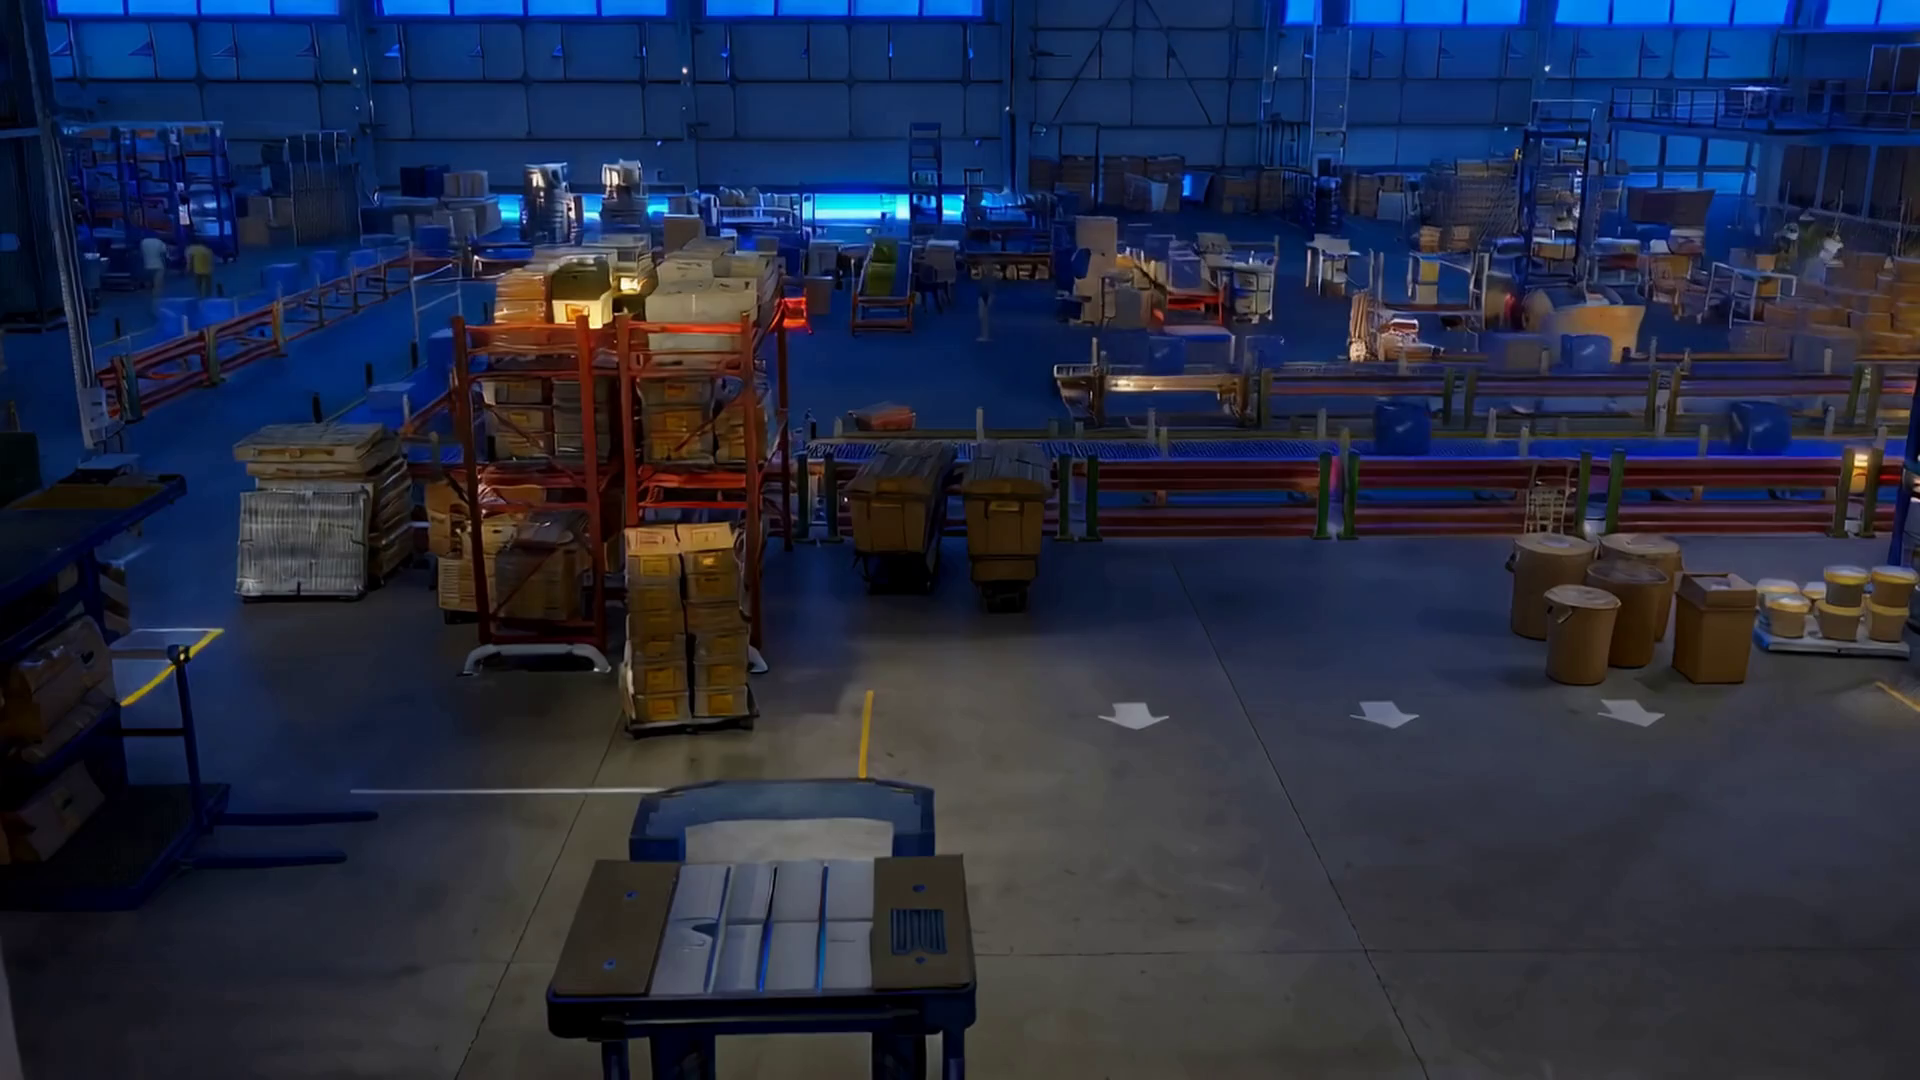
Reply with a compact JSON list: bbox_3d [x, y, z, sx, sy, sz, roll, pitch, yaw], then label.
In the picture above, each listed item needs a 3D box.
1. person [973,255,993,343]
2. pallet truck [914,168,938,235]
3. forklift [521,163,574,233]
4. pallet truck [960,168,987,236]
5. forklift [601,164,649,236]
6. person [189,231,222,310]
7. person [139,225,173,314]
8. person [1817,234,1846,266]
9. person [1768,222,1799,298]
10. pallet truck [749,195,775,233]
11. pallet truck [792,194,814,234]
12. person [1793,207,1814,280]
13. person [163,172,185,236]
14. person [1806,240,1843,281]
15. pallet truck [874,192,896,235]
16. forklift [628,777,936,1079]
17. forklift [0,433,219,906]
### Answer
[{"bbox_3d":[0.440,-4.457,30.813,0.324,1.626,0.505,-4,16,-13],"label":"person"},{"bbox_3d":[-0.989,-10.316,50.507,0.823,1.965,1.885,1,16,3],"label":"pallet truck"},{"bbox_3d":[-12.233,-10.122,49.298,1.157,1.987,2.680,0,16,-1],"label":"forklift"},{"bbox_3d":[0.383,-10.230,50.206,0.823,1.965,1.885,-1,16,-3],"label":"pallet truck"},{"bbox_3d":[-9.948,-10.127,49.296,1.157,1.987,2.680,-1,16,-3],"label":"forklift"},{"bbox_3d":[-15.531,-5.473,34.181,0.538,1.718,0.925,3,16,11],"label":"person"},{"bbox_3d":[-16.709,-5.625,34.544,0.576,1.811,0.872,2,16,6],"label":"person"},{"bbox_3d":[16.771,-4.953,32.078,0.551,1.893,0.983,15,22,42],"label":"person"},{"bbox_3d":[17.521,-5.811,35.217,0.613,1.794,0.874,-4,17,-14],"label":"person"},{"bbox_3d":[-6.051,-9.967,50.660,0.680,1.201,1.601,0,16,-1],"label":"pallet truck"},{"bbox_3d":[-4.814,-9.883,50.259,0.704,1.261,1.522,-1,16,-3],"label":"pallet truck"},{"bbox_3d":[20.202,-7.130,39.964,0.489,1.693,0.913,-1,16,-2],"label":"person"},{"bbox_3d":[-22.809,-9.692,48.347,0.621,1.993,0.393,1,16,5],"label":"person"},{"bbox_3d":[15.579,-4.427,30.096,0.619,1.953,0.880,10,19,32],"label":"person"},{"bbox_3d":[-2.277,-9.986,50.594,0.653,1.274,1.630,0,16,-1],"label":"pallet truck"},{"bbox_3d":[-0.542,2.165,5.552,1.129,2.768,1.873,-1,16,-2],"label":"forklift"},{"bbox_3d":[-5.952,0.780,10.366,1.873,2.768,1.129,0,16,-1],"label":"forklift"}]
